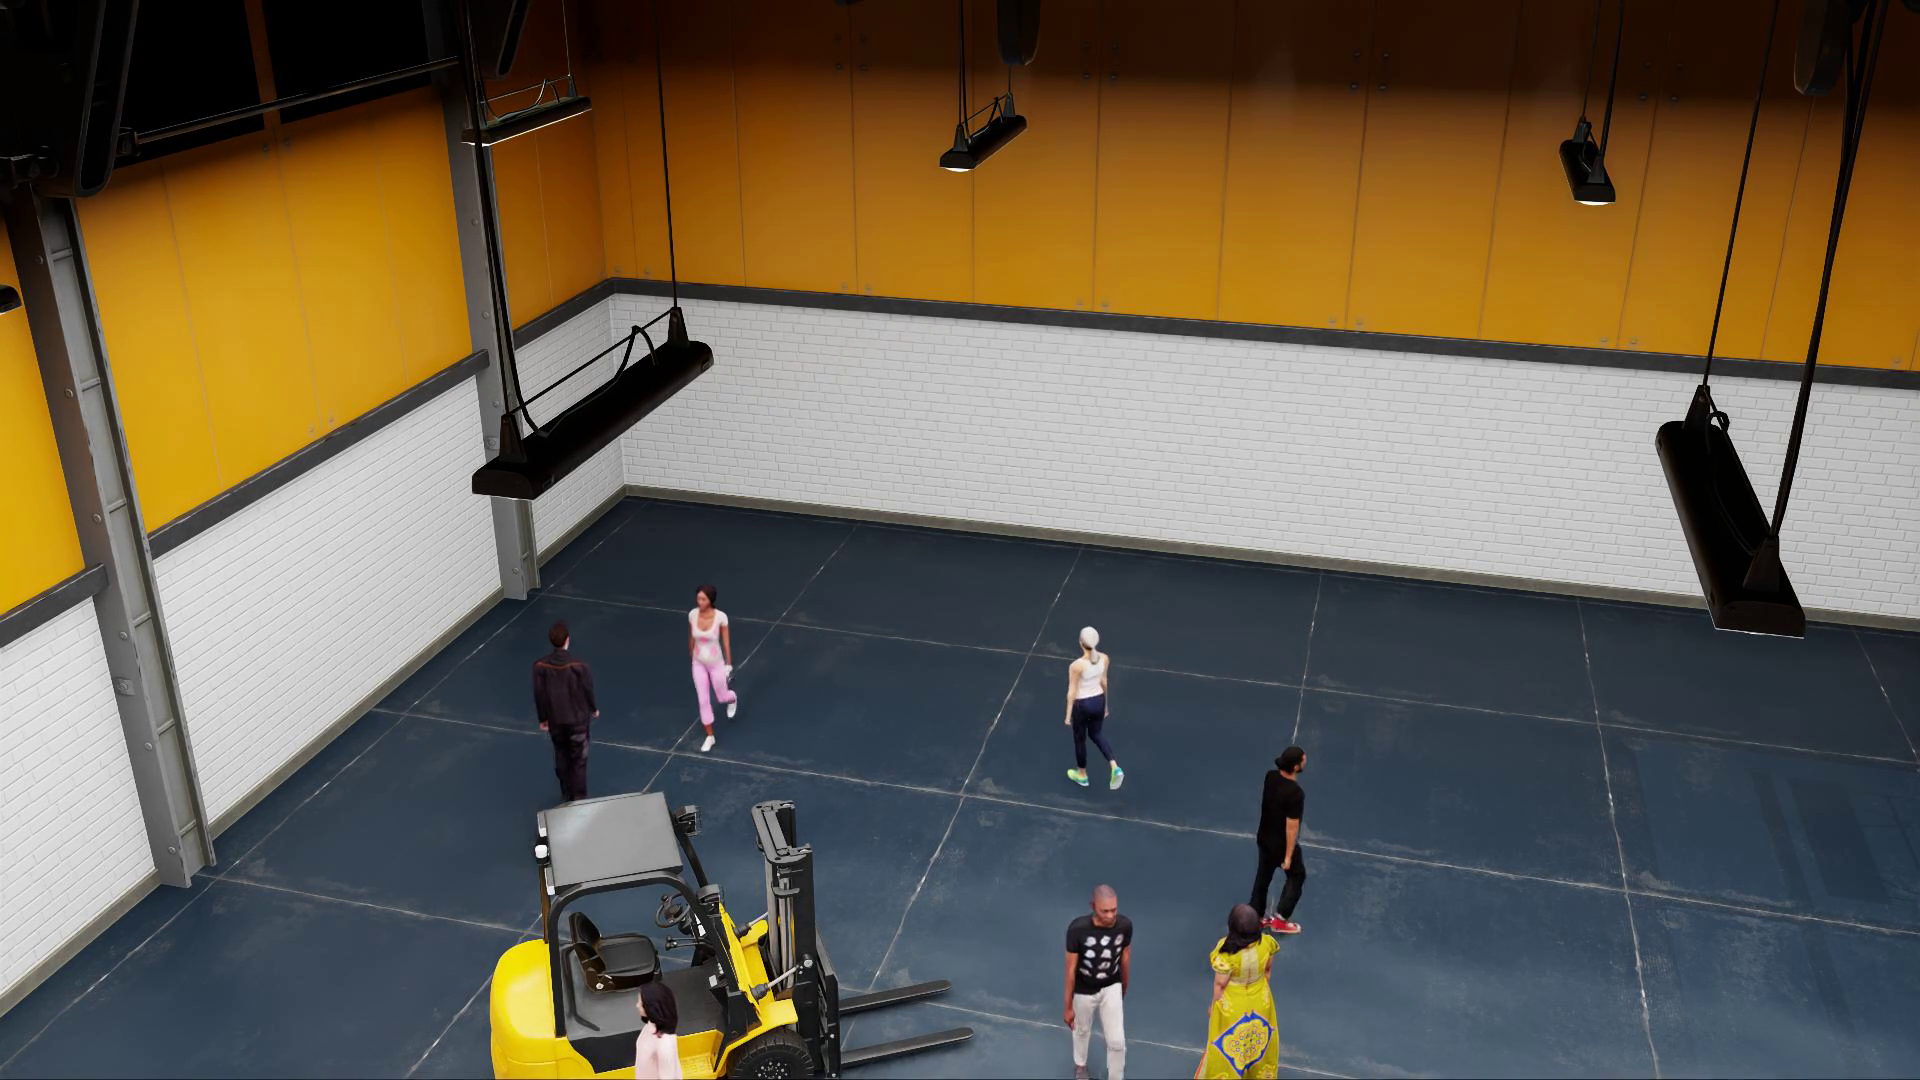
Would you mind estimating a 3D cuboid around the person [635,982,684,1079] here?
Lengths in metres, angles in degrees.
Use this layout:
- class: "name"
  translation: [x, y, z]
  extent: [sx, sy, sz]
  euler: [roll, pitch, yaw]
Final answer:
- class: "person"
  translation: [-1.940, 3.636, 10.912]
  extent: [0.790, 1.769, 0.670]
  euler: [-7, 24, -15]

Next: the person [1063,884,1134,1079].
- class: "person"
  translation: [0.945, 3.175, 11.948]
  extent: [0.872, 1.784, 0.998]
  euler: [-3, 24, -6]

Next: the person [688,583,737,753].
- class: "person"
  translation: [-2.453, 1.214, 16.511]
  extent: [0.589, 1.722, 0.962]
  euler: [5, 24, 12]

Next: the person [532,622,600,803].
- class: "person"
  translation: [-3.605, 1.685, 15.224]
  extent: [0.738, 1.890, 0.846]
  euler: [3, 24, 8]

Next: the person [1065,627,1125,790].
- class: "person"
  translation: [1.256, 1.635, 15.589]
  extent: [0.962, 1.687, 1.000]
  euler: [-14, 27, -29]

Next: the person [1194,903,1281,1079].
- class: "person"
  translation: [1.994, 3.292, 11.834]
  extent: [1.003, 1.660, 1.036]
  euler: [-10, 25, -21]

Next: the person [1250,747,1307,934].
- class: "person"
  translation: [2.528, 2.488, 13.570]
  extent: [0.834, 1.742, 0.772]
  euler: [-13, 27, -28]
